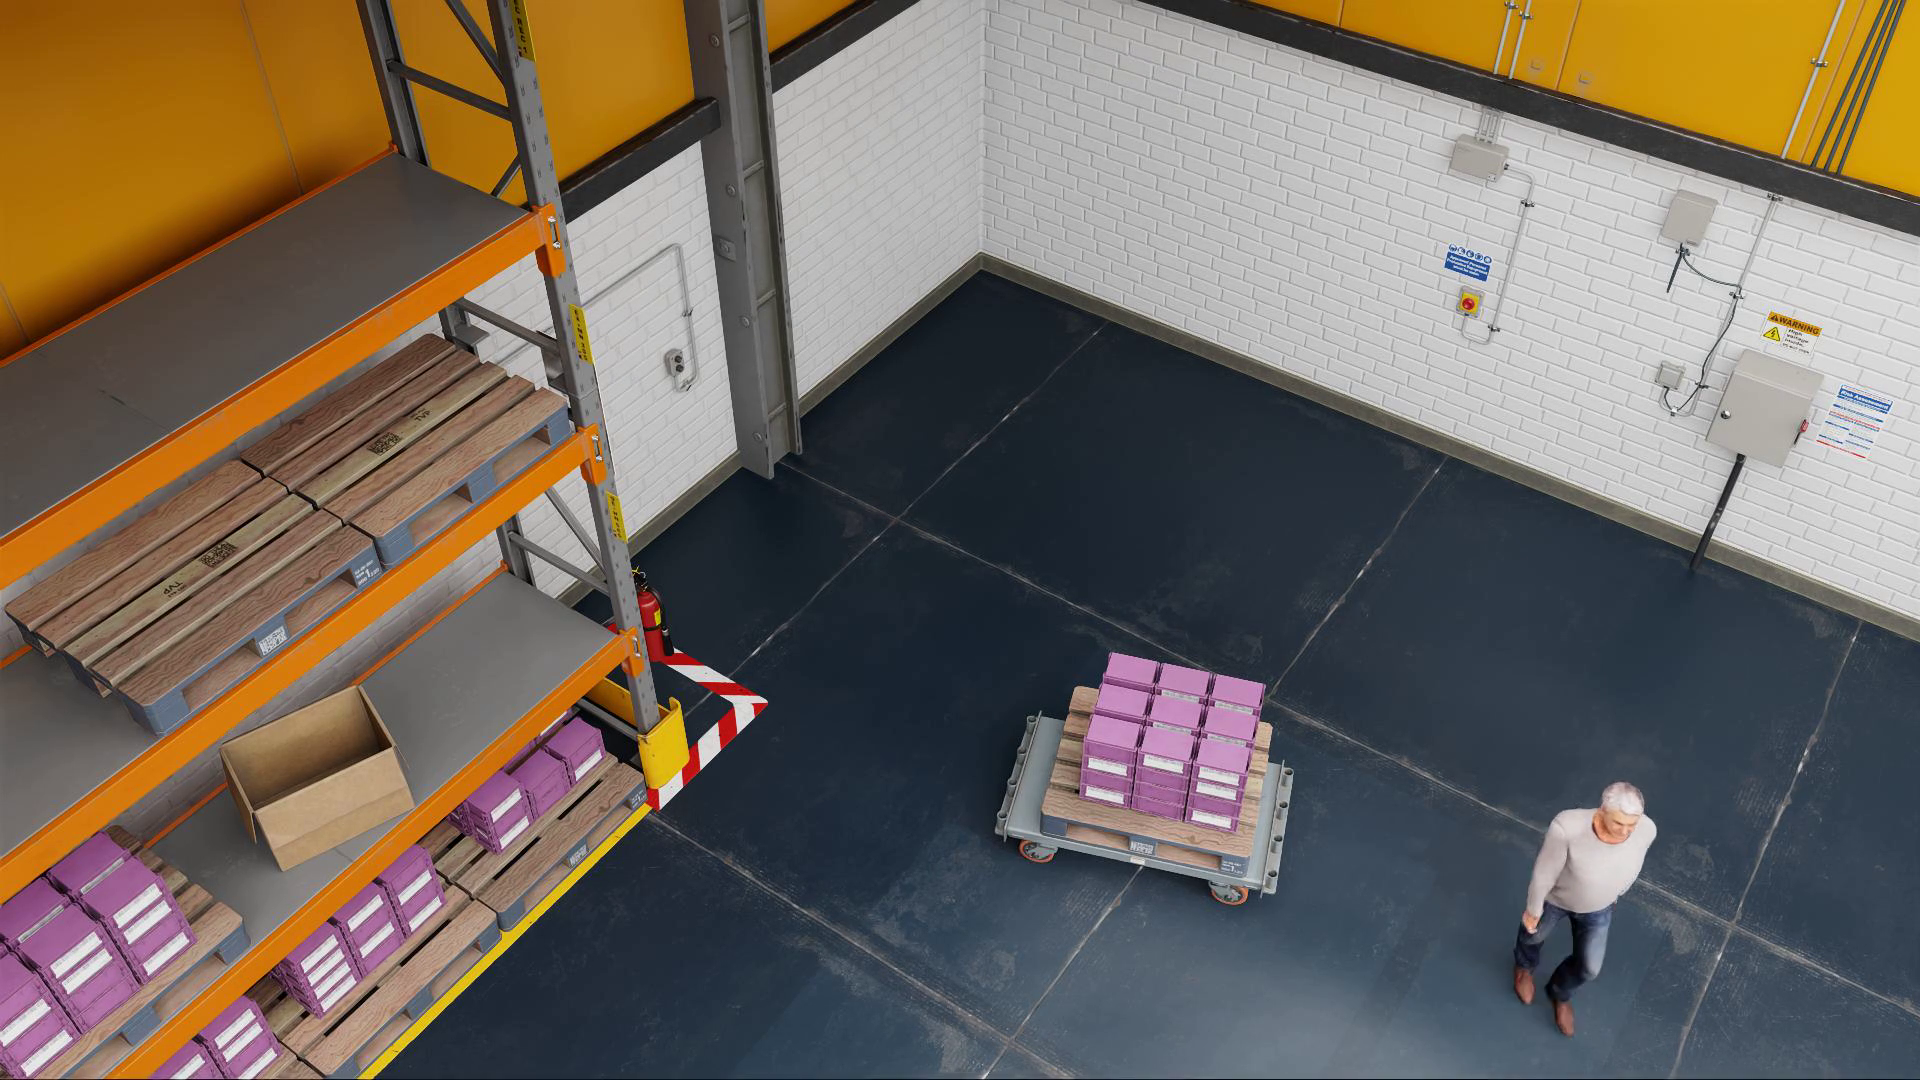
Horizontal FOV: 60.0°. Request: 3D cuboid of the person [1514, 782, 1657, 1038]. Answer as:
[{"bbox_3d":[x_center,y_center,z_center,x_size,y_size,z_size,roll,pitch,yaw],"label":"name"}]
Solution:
[{"bbox_3d":[3.184,1.777,8.681,0.885,1.888,0.924,5,44,5],"label":"person"}]
